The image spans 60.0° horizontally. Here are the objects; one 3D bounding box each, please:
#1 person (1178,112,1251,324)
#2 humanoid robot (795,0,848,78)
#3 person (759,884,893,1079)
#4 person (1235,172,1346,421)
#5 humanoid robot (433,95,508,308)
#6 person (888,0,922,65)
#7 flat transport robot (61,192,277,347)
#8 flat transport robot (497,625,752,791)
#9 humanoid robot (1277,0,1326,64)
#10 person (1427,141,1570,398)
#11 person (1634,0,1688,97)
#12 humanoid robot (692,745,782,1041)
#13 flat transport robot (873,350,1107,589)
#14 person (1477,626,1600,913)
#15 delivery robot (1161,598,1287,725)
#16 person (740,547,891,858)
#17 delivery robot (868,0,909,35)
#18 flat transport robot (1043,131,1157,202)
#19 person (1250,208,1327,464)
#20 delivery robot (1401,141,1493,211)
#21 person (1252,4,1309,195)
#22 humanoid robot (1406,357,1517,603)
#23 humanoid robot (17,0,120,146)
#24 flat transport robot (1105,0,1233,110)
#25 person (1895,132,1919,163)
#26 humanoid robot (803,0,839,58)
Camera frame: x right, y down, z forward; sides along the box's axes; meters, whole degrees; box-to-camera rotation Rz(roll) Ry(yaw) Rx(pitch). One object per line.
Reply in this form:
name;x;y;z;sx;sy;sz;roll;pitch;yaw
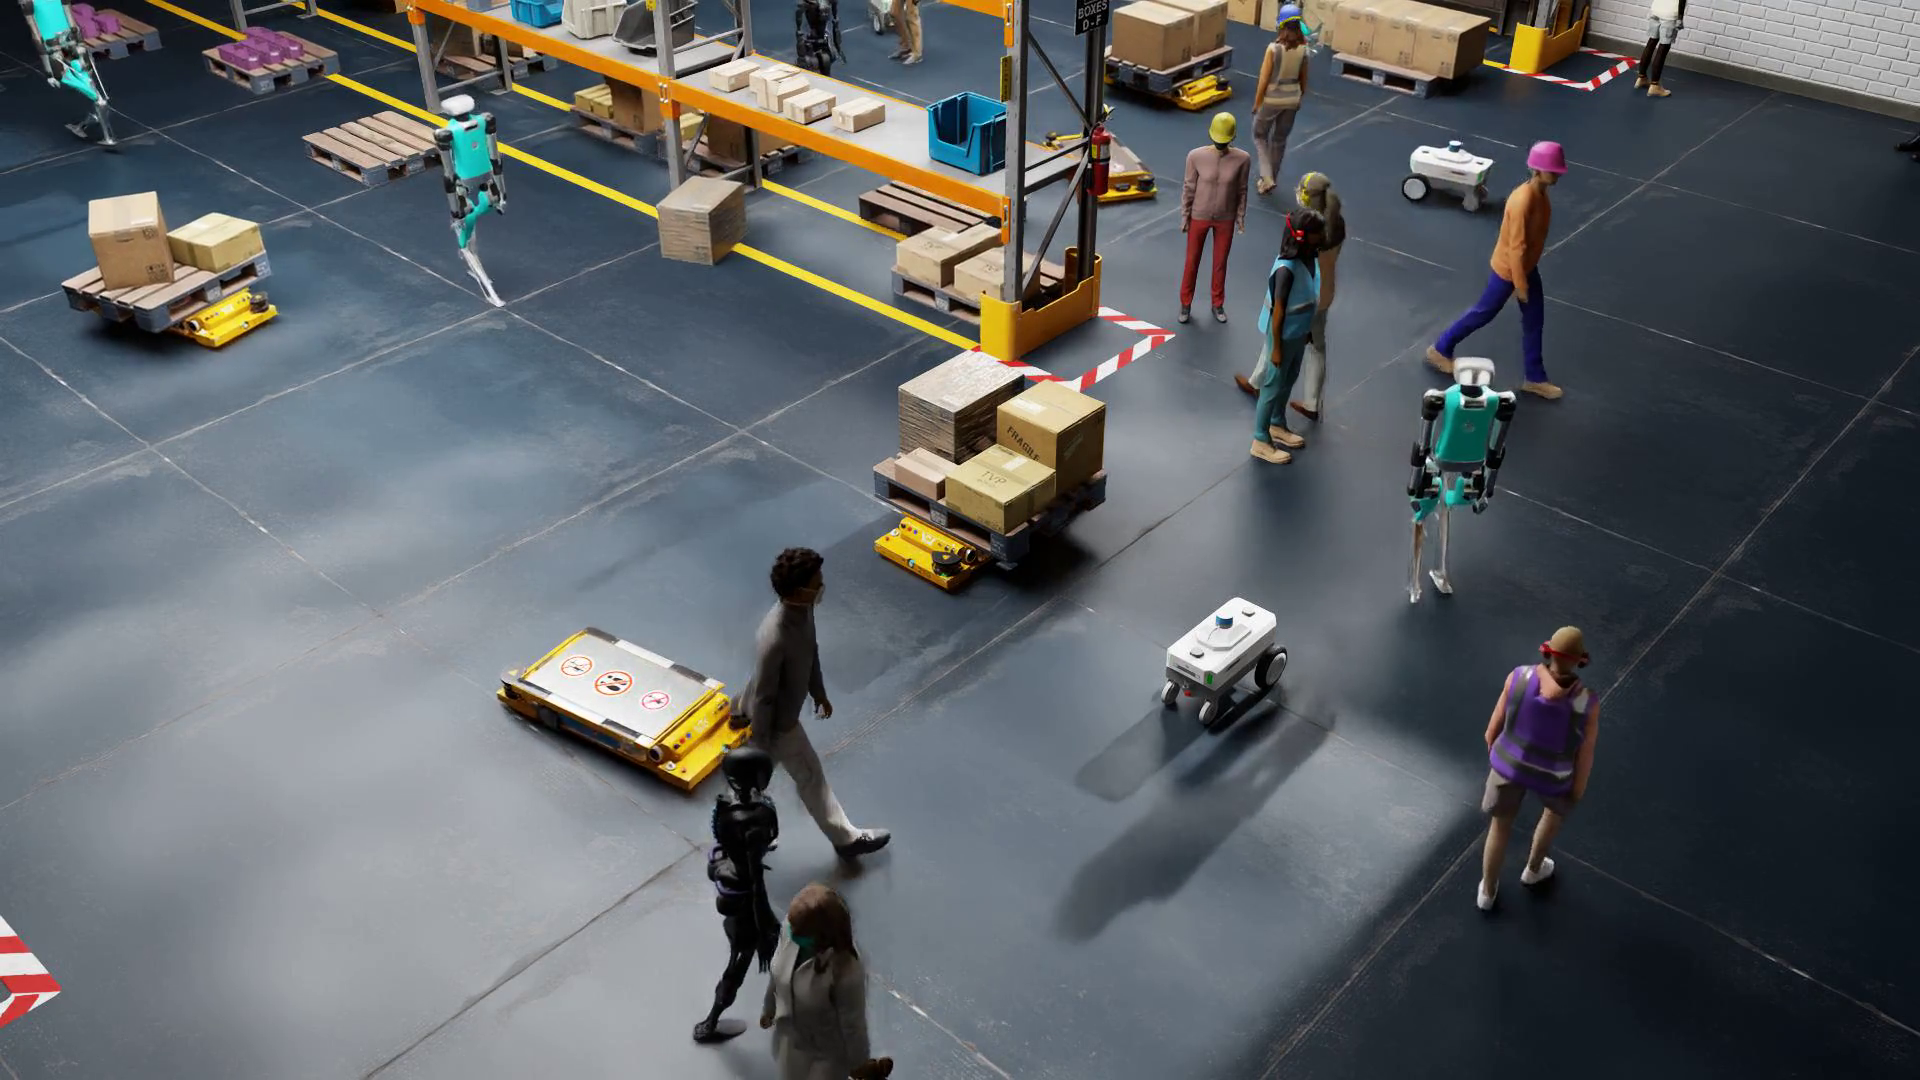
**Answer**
person;2.010;-2.548;13.191;0.523;1.759;0.325;0;35;0
humanoid robot;-1.411;-4.900;16.676;0.600;1.647;0.319;-29;44;-35
person;-0.533;1.968;6.748;0.715;1.634;0.499;-26;42;-32
person;2.418;-1.800;12.029;0.562;1.849;0.829;-17;38;-23
humanoid robot;-4.083;-2.827;13.627;0.878;1.785;0.547;28;43;34
person;-0.603;-6.164;18.441;0.396;1.738;0.597;-15;38;-21
flat transport robot;-6.372;-1.931;13.608;1.431;0.231;0.659;16;38;22
flat transport robot;-1.893;0.923;9.473;1.431;0.231;0.659;20;39;26
humanoid robot;3.589;-5.517;17.590;0.797;1.860;0.530;9;36;13
person;4.084;-2.028;12.288;1.041;1.940;0.506;27;43;33
person;7.510;-5.573;17.627;0.318;1.696;0.533;-5;35;-8
humanoid robot;-0.895;1.547;7.358;0.737;1.624;0.608;-10;36;-14
flat transport robot;0.158;-0.172;11.059;0.659;0.231;1.431;27;43;33
person;2.790;1.059;8.035;0.518;1.674;0.633;20;39;26
delivery robot;1.506;0.646;9.597;0.499;0.566;0.739;27;43;33
person;-0.820;0.850;8.186;0.926;1.848;0.545;4;35;6
delivery robot;-0.829;-6.336;19.752;0.499;0.612;0.796;-12;36;-17
flat transport robot;1.337;-3.628;16.066;0.659;0.231;1.431;-10;36;-14
person;2.260;-1.413;11.463;0.389;1.860;0.505;24;41;30
delivery robot;4.549;-3.423;15.528;0.796;0.606;0.499;20;39;26
person;2.944;-4.031;15.341;0.506;1.747;0.461;-7;35;-11
humanoid robot;2.941;-0.409;10.086;0.537;1.764;0.747;2;35;3
humanoid robot;-8.595;-4.617;16.202;0.996;1.735;0.546;15;37;20
flat transport robot;2.181;-5.002;18.057;1.431;0.231;0.659;29;44;35
person;9.533;-4.608;16.019;0.371;1.934;0.550;-1;35;-1
humanoid robot;-1.572;-6.204;18.515;0.531;1.814;0.675;-29;44;-35
